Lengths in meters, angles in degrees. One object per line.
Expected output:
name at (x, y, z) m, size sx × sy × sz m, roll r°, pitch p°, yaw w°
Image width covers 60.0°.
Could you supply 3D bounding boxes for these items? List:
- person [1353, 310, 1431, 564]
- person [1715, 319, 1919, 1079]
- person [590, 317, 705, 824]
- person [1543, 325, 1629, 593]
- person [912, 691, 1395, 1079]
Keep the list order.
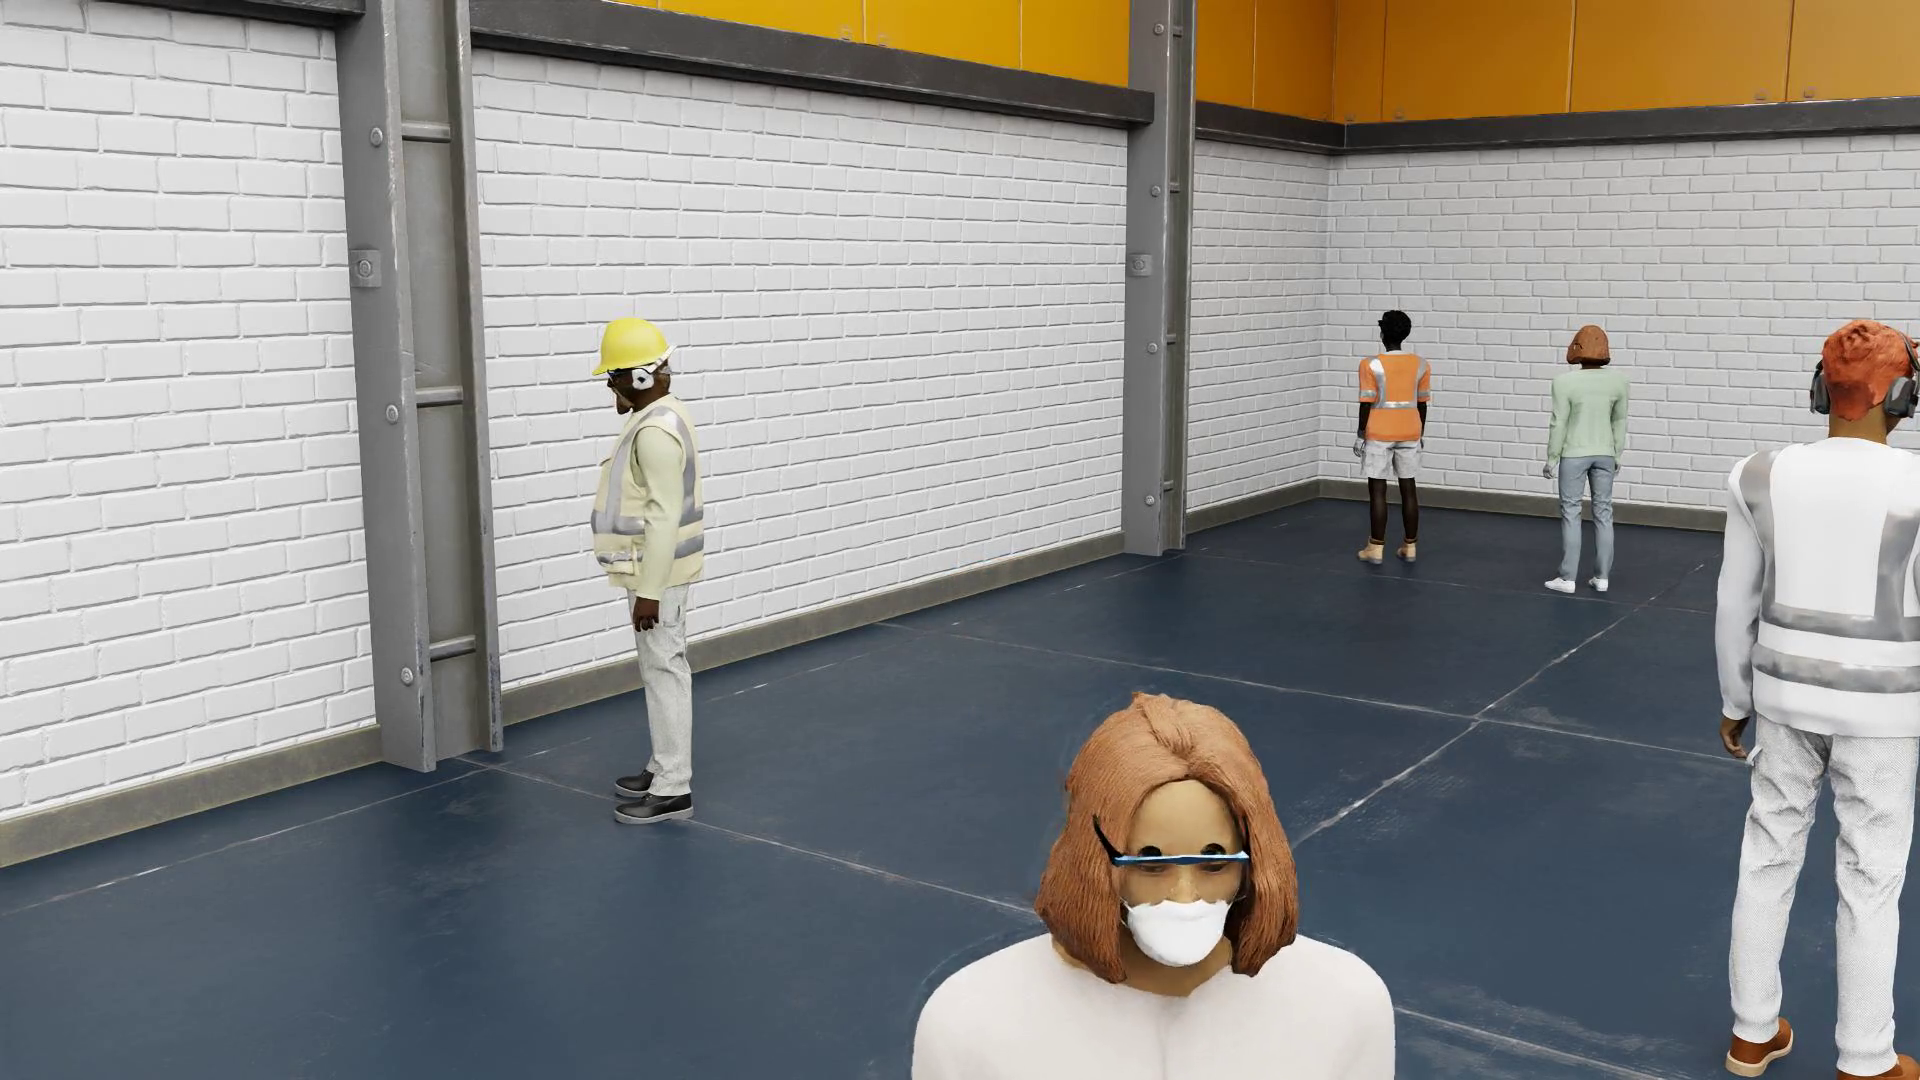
person at (2.890, -0.688, 11.155) m, size 0.539 × 1.695 × 0.318 m, roll -2°, pitch 10°, yaw -14°
person at (2.111, 0.419, 4.001) m, size 0.355 × 1.887 × 0.573 m, roll -8°, pitch 12°, yaw -40°
person at (-1.127, 0.110, 6.035) m, size 0.403 × 1.822 × 0.589 m, roll -1°, pitch 10°, yaw -9°
person at (3.815, -0.489, 10.161) m, size 0.498 × 1.634 × 0.279 m, roll -1°, pitch 10°, yaw -8°
person at (0.184, 0.928, 1.789) m, size 0.499 × 1.616 × 0.459 m, roll -2°, pitch 10°, yaw -10°
